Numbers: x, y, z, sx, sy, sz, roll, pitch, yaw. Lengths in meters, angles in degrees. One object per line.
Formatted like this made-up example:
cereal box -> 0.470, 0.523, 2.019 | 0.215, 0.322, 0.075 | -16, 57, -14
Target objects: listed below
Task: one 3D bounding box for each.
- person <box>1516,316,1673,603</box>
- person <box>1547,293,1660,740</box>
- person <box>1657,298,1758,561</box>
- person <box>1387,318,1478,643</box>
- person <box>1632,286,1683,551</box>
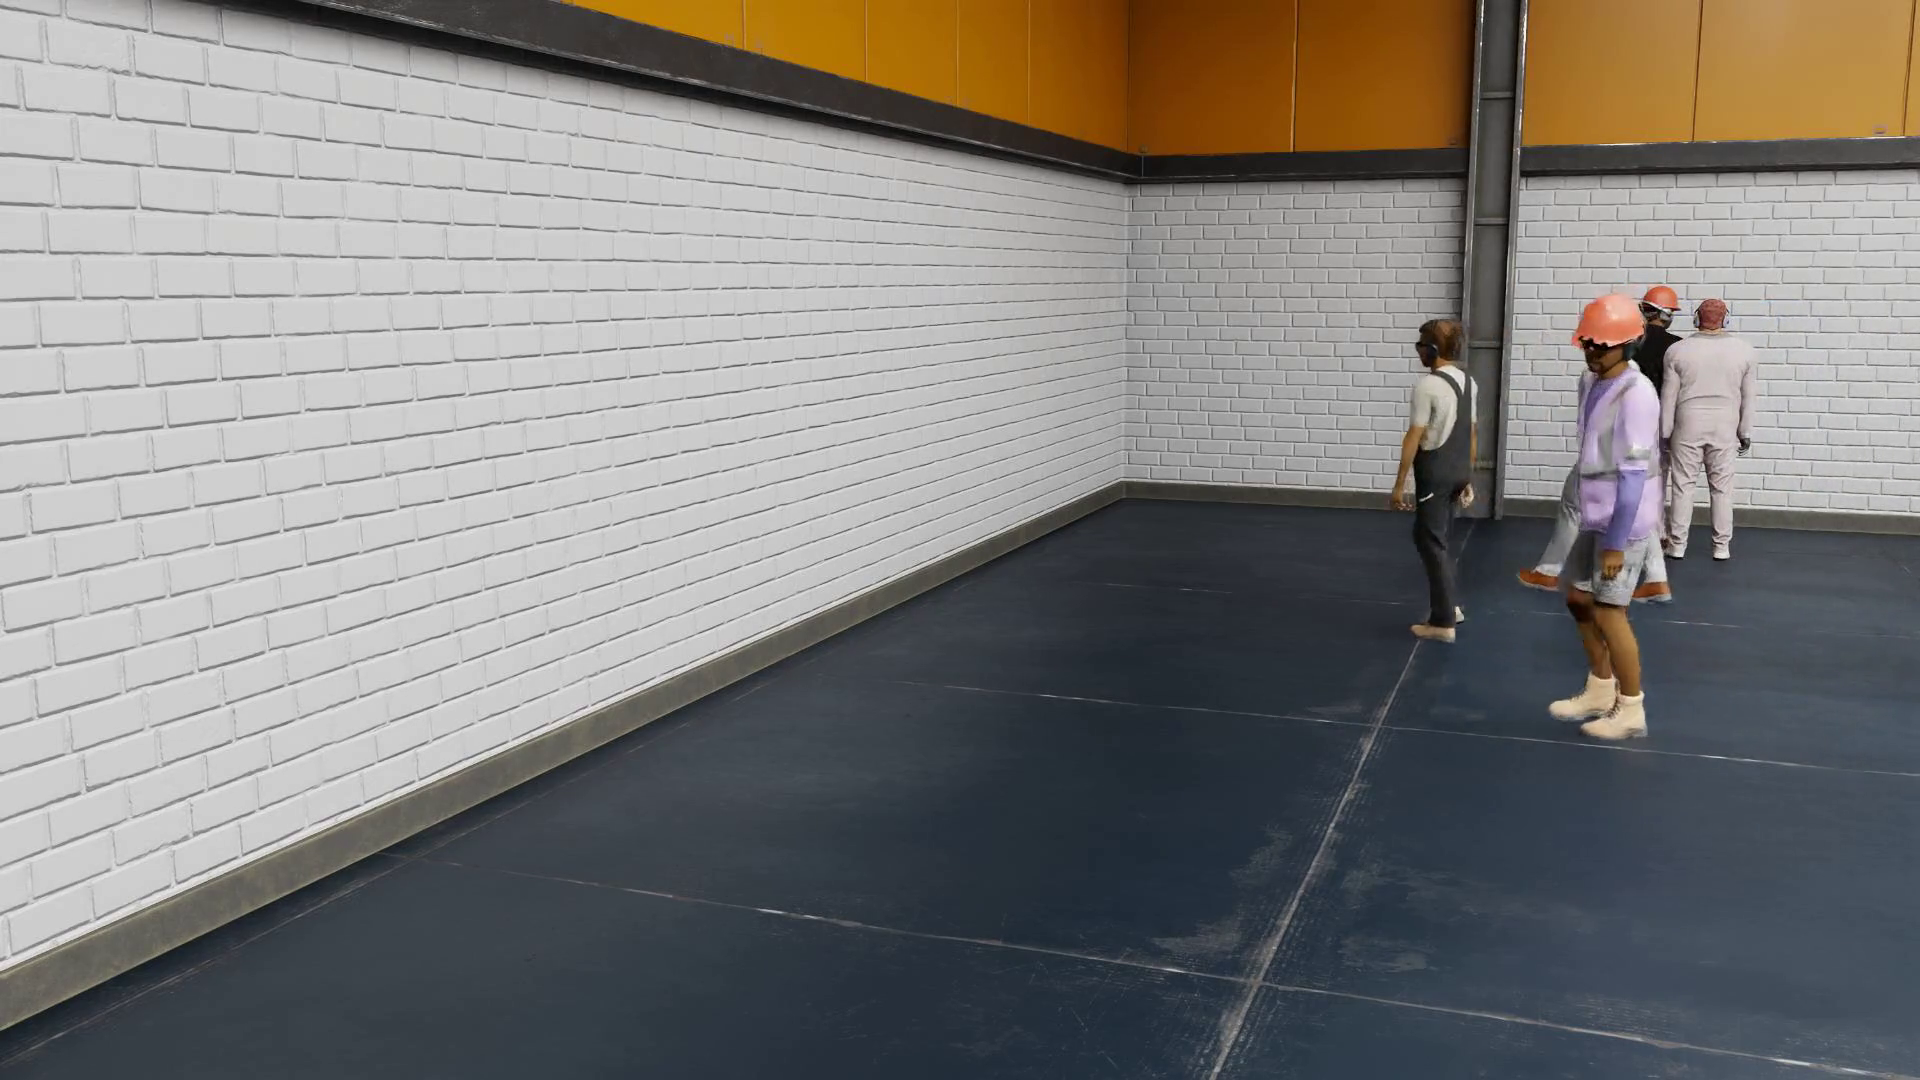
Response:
person -> 4.124, -0.548, 10.614 | 0.590, 1.889, 1.037 | -6, 11, -35
person -> 2.852, -0.081, 7.313 | 0.514, 1.995, 0.665 | 1, 9, 4
person -> 5.403, -0.795, 12.071 | 0.651, 1.905, 0.409 | 2, 9, 14
person -> 2.678, -0.329, 9.411 | 0.520, 1.829, 0.469 | -8, 12, -43
person -> 5.191, -0.907, 12.505 | 0.399, 1.989, 0.622 | -6, 11, -33
